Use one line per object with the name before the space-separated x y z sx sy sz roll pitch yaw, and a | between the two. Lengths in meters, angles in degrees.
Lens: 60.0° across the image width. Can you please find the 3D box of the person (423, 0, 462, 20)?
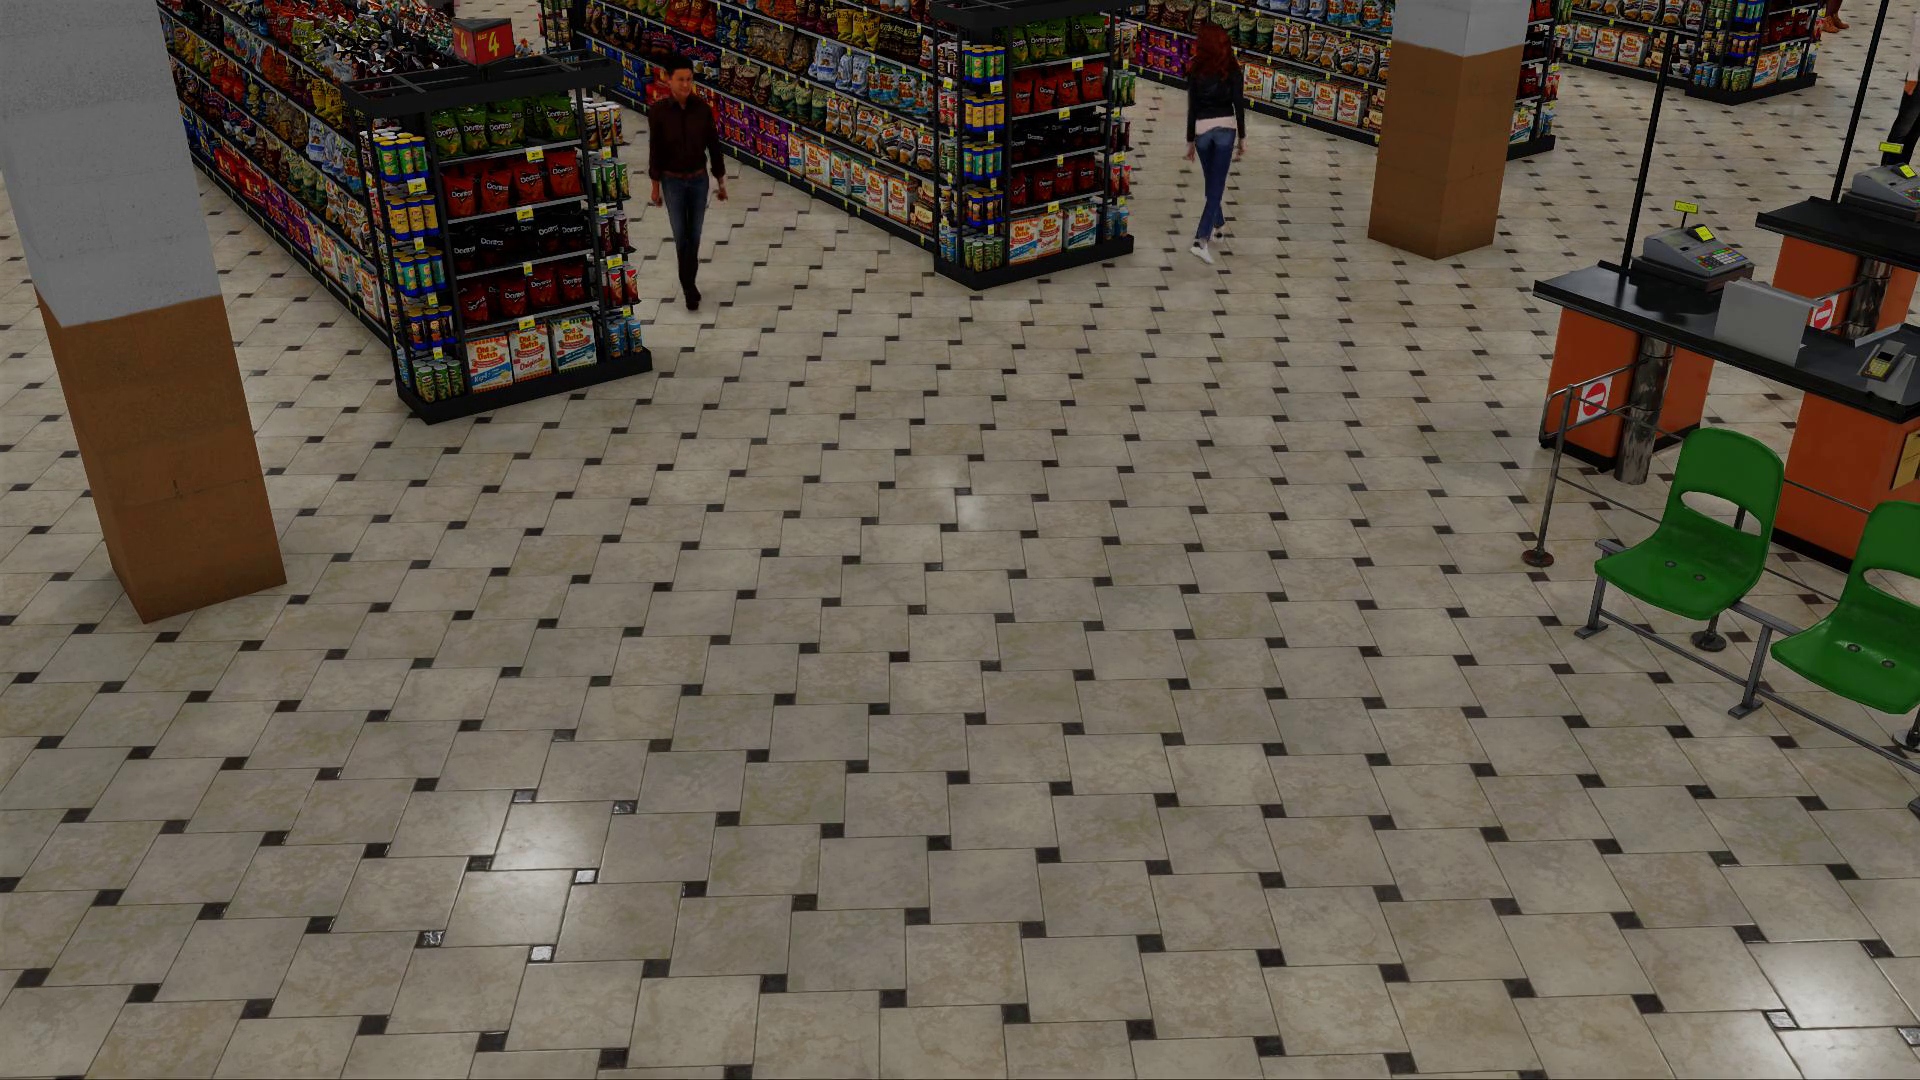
person | -5.593 -5.766 17.583 0.735 1.835 0.594 -18 34 -30

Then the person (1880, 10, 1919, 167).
person | 8.301 -3.969 14.316 0.684 1.812 0.601 -14 32 -24

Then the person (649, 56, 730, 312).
person | -1.967 -2.534 11.743 0.761 1.758 0.837 -12 31 -20

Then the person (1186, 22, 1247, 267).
person | 1.885 -2.942 12.508 1.228 1.741 1.182 11 31 19
